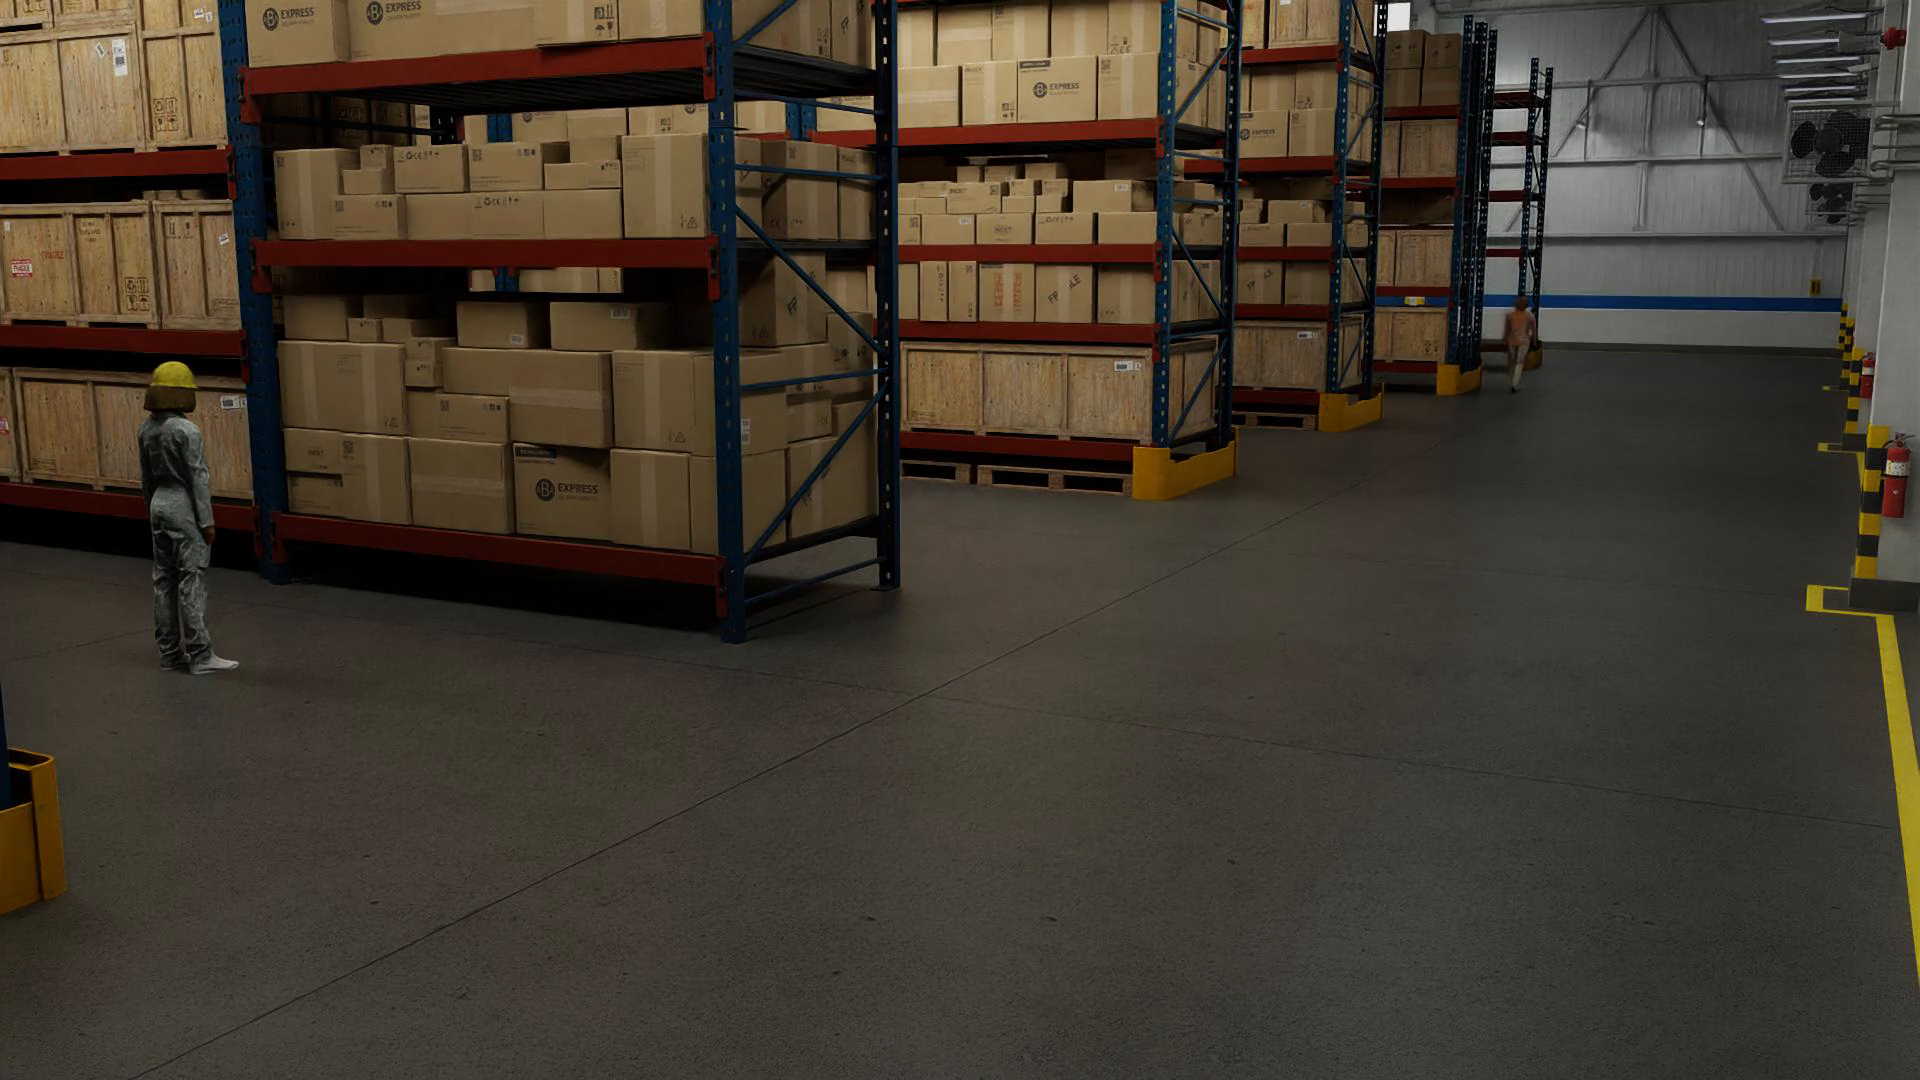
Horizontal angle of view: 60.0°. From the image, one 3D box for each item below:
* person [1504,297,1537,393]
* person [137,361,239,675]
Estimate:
[{"bbox_3d":[9.356,-3.264,27.834,0.527,1.605,0.810,7,12,35],"label":"person"},{"bbox_3d":[-4.322,-0.122,9.247,0.486,1.742,0.300,5,11,27],"label":"person"}]
